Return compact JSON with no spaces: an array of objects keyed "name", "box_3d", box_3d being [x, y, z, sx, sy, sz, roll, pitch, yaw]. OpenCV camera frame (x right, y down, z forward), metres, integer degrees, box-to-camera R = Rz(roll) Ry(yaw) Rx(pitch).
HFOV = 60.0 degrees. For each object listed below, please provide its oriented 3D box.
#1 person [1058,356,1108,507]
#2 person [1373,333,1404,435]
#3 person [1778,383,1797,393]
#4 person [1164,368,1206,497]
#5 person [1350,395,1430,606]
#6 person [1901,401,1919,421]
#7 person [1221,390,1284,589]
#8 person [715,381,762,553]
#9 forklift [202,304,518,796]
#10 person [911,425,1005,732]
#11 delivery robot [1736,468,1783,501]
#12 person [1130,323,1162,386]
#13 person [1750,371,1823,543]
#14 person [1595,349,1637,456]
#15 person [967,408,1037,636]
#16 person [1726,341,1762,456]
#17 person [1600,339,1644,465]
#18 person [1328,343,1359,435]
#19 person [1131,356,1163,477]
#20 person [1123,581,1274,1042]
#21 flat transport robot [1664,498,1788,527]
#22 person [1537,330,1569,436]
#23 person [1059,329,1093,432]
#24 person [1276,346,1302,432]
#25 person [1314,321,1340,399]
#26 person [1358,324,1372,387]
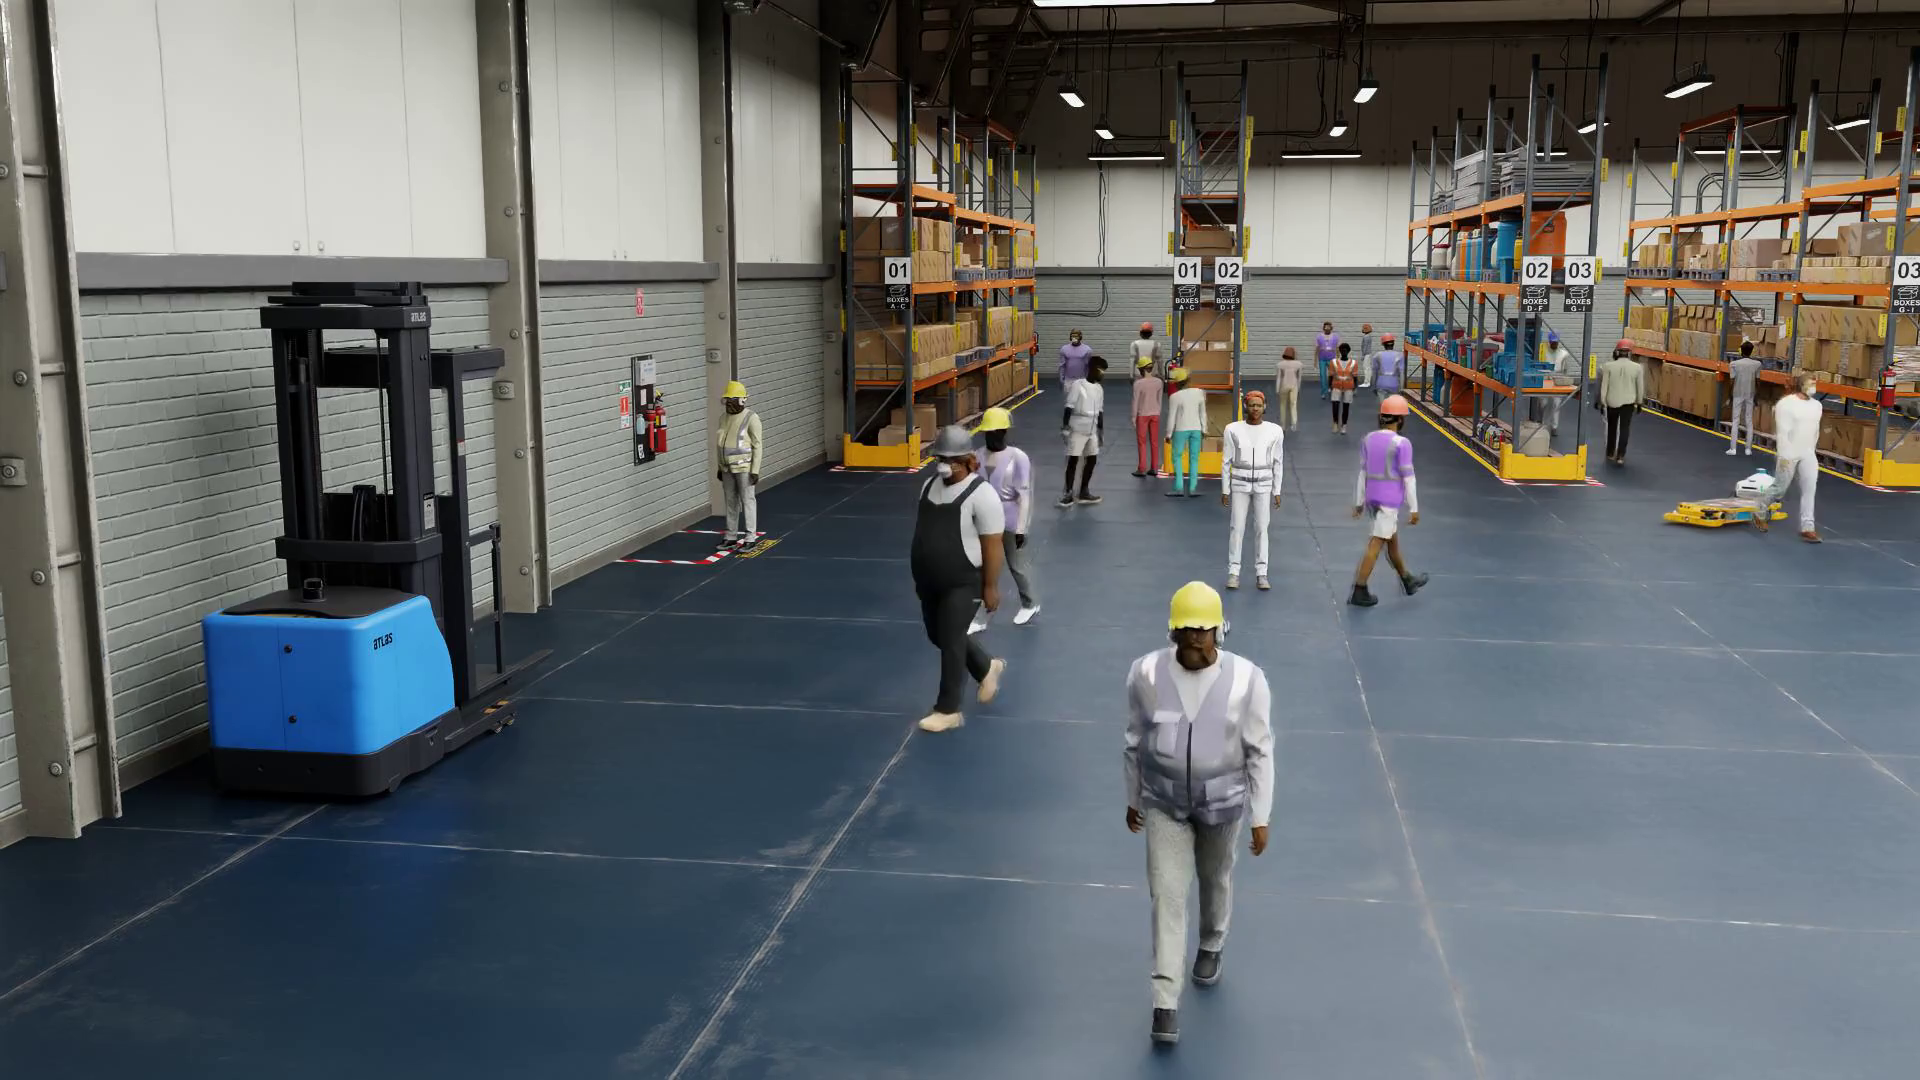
[{"name":"person","box_3d":[1.556,-1.397,21.378,0.759,1.929,0.370,-8,12,-41]},{"name":"person","box_3d":[7.664,-2.741,29.738,0.557,1.883,0.821,4,10,21]},{"name":"person","box_3d":[16.214,-3.047,32.519,0.507,1.597,0.878,2,9,9]},{"name":"person","box_3d":[2.998,-1.417,22.096,0.629,1.726,0.354,-3,10,-17]},{"name":"person","box_3d":[3.939,-0.363,15.056,0.996,1.886,0.570,-4,10,-26]},{"name":"person","box_3d":[19.047,-3.243,33.139,0.616,1.782,0.921,2,9,11]},{"name":"person","box_3d":[2.766,-0.477,15.787,0.578,1.884,0.353,1,9,6]},{"name":"person","box_3d":[-2.392,-0.785,17.843,0.588,1.835,0.404,7,11,36]},{"name":"forklift","box_3d":[-3.673,-0.038,10.147,1.129,2.768,1.873,1,9,9]},{"name":"person","box_3d":[0.016,0.227,11.096,0.803,2.000,0.686,-8,12,-40]},{"name":"delivery robot","box_3d":[10.008,-0.652,20.798,0.707,0.478,0.477,-9,12,-43]},{"name":"person","box_3d":[3.655,-3.275,32.754,0.629,1.988,1.072,1,9,5]},{"name":"person","box_3d":[9.393,-0.967,18.775,0.628,1.912,0.951,-2,9,-13]},{"name":"person","box_3d":[10.623,-2.238,26.946,0.620,1.801,0.956,3,10,16]},{"name":"person","box_3d":[0.353,-0.178,13.967,0.602,1.885,0.972,7,11,36]},{"name":"person","box_3d":[12.803,-2.318,27.188,0.513,1.872,0.328,2,9,12]},{"name":"person","box_3d":[10.383,-2.172,26.087,0.647,1.938,1.046,3,10,18]},{"name":"person","box_3d":[7.021,-2.761,30.470,0.552,1.677,0.565,2,9,10]},{"name":"person","box_3d":[2.733,-1.816,24.451,0.525,1.755,0.332,-5,10,-28]},{"name":"person","box_3d":[0.962,1.040,6.749,0.611,1.786,0.924,2,9,13]},{"name":"flat transport robot","box_3d":[9.259,-0.348,20.085,1.431,0.197,0.652,-5,11,-29]},{"name":"person","box_3d":[10.881,-2.904,30.648,0.618,1.928,0.752,1,9,9]},{"name":"person","box_3d":[2.141,-2.948,30.860,0.631,1.940,0.372,2,10,15]},{"name":"person","box_3d":[6.174,-2.831,31.193,0.492,1.594,0.798,0,9,2]},{"name":"person","box_3d":[8.612,-4.226,39.072,0.576,1.828,0.449,3,10,16]},{"name":"person","box_3d":[10.526,-4.787,43.130,0.286,1.636,0.498,5,10,28]}]
